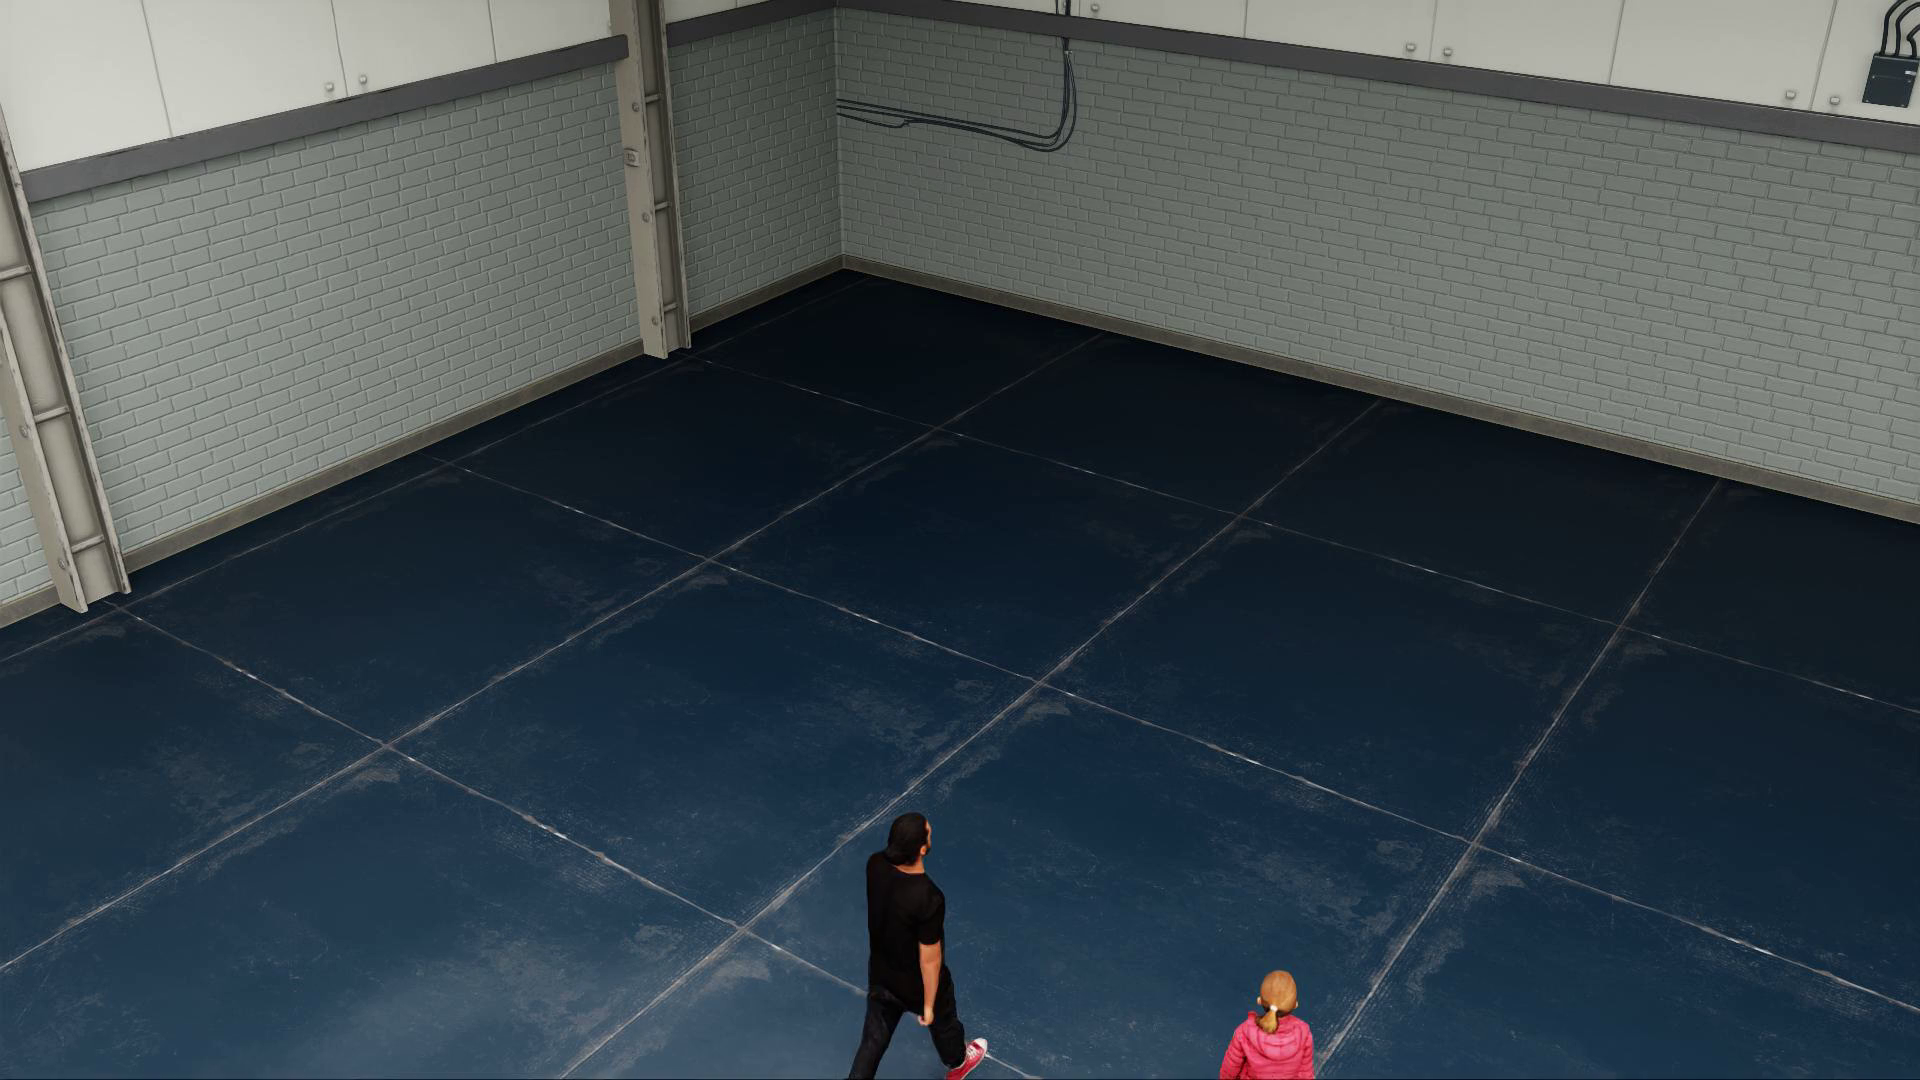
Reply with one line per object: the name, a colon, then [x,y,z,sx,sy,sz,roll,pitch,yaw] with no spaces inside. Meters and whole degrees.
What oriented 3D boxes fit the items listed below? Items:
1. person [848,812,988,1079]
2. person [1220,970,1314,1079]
person: [-0.306,1.988,7.442,0.669,1.716,1.173,21,35,34]
person: [1.304,2.431,7.070,0.822,1.284,0.963,1,28,1]
